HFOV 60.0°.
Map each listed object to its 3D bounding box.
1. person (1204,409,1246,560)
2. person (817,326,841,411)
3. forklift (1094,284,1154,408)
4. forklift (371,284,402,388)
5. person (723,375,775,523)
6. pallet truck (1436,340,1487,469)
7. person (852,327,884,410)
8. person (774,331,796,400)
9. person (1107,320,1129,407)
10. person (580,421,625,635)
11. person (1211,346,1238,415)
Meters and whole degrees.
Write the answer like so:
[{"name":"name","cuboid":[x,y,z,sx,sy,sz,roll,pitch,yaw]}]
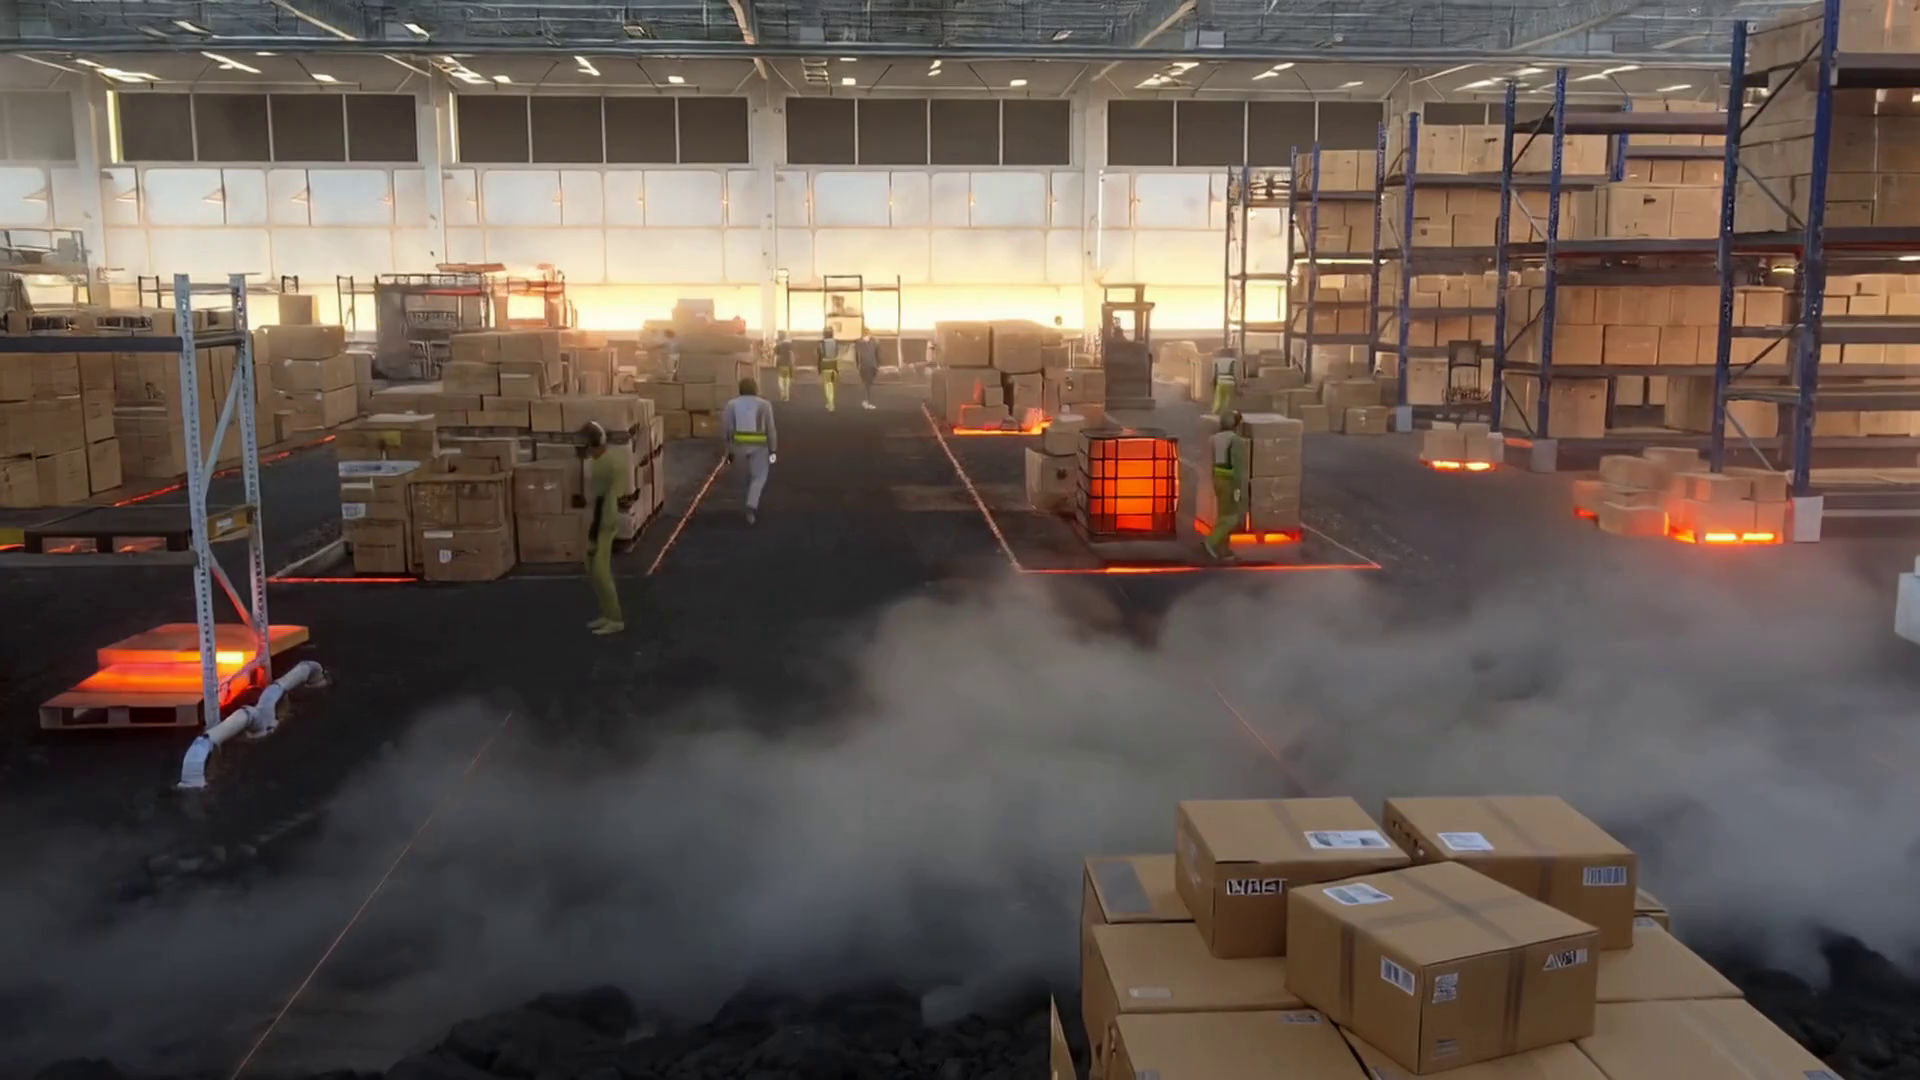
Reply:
[{"name":"person","cuboid":[2.782,-0.564,17.502,0.459,1.625,0.526,-5,10,-28]},{"name":"person","cuboid":[-2.917,-3.834,37.166,0.552,1.908,0.890,-3,10,-20]},{"name":"forklift","cuboid":[3.741,-4.499,38.280,1.129,2.768,1.873,-1,9,-5]},{"name":"forklift","cuboid":[-13.314,-4.566,38.702,1.873,2.768,1.129,-1,9,-7]},{"name":"person","cuboid":[-2.570,-1.096,20.219,0.626,1.820,0.711,1,9,9]},{"name":"pallet truck","cuboid":[8.004,-2.170,26.422,0.823,1.965,1.885,2,9,14]},{"name":"person","cuboid":[-2.094,-3.887,37.630,0.646,1.871,1.071,-4,10,-25]},{"name":"person","cuboid":[-4.234,-4.214,40.251,0.536,1.685,0.382,-3,9,-17]},{"name":"person","cuboid":[3.607,-4.059,38.284,0.610,1.996,0.379,-6,11,-31]},{"name":"person","cuboid":[-3.001,-0.091,13.911,0.372,1.821,0.602,-3,9,-16]},{"name":"person","cuboid":[5.357,-3.147,33.799,0.542,1.609,0.727,5,11,31]}]
